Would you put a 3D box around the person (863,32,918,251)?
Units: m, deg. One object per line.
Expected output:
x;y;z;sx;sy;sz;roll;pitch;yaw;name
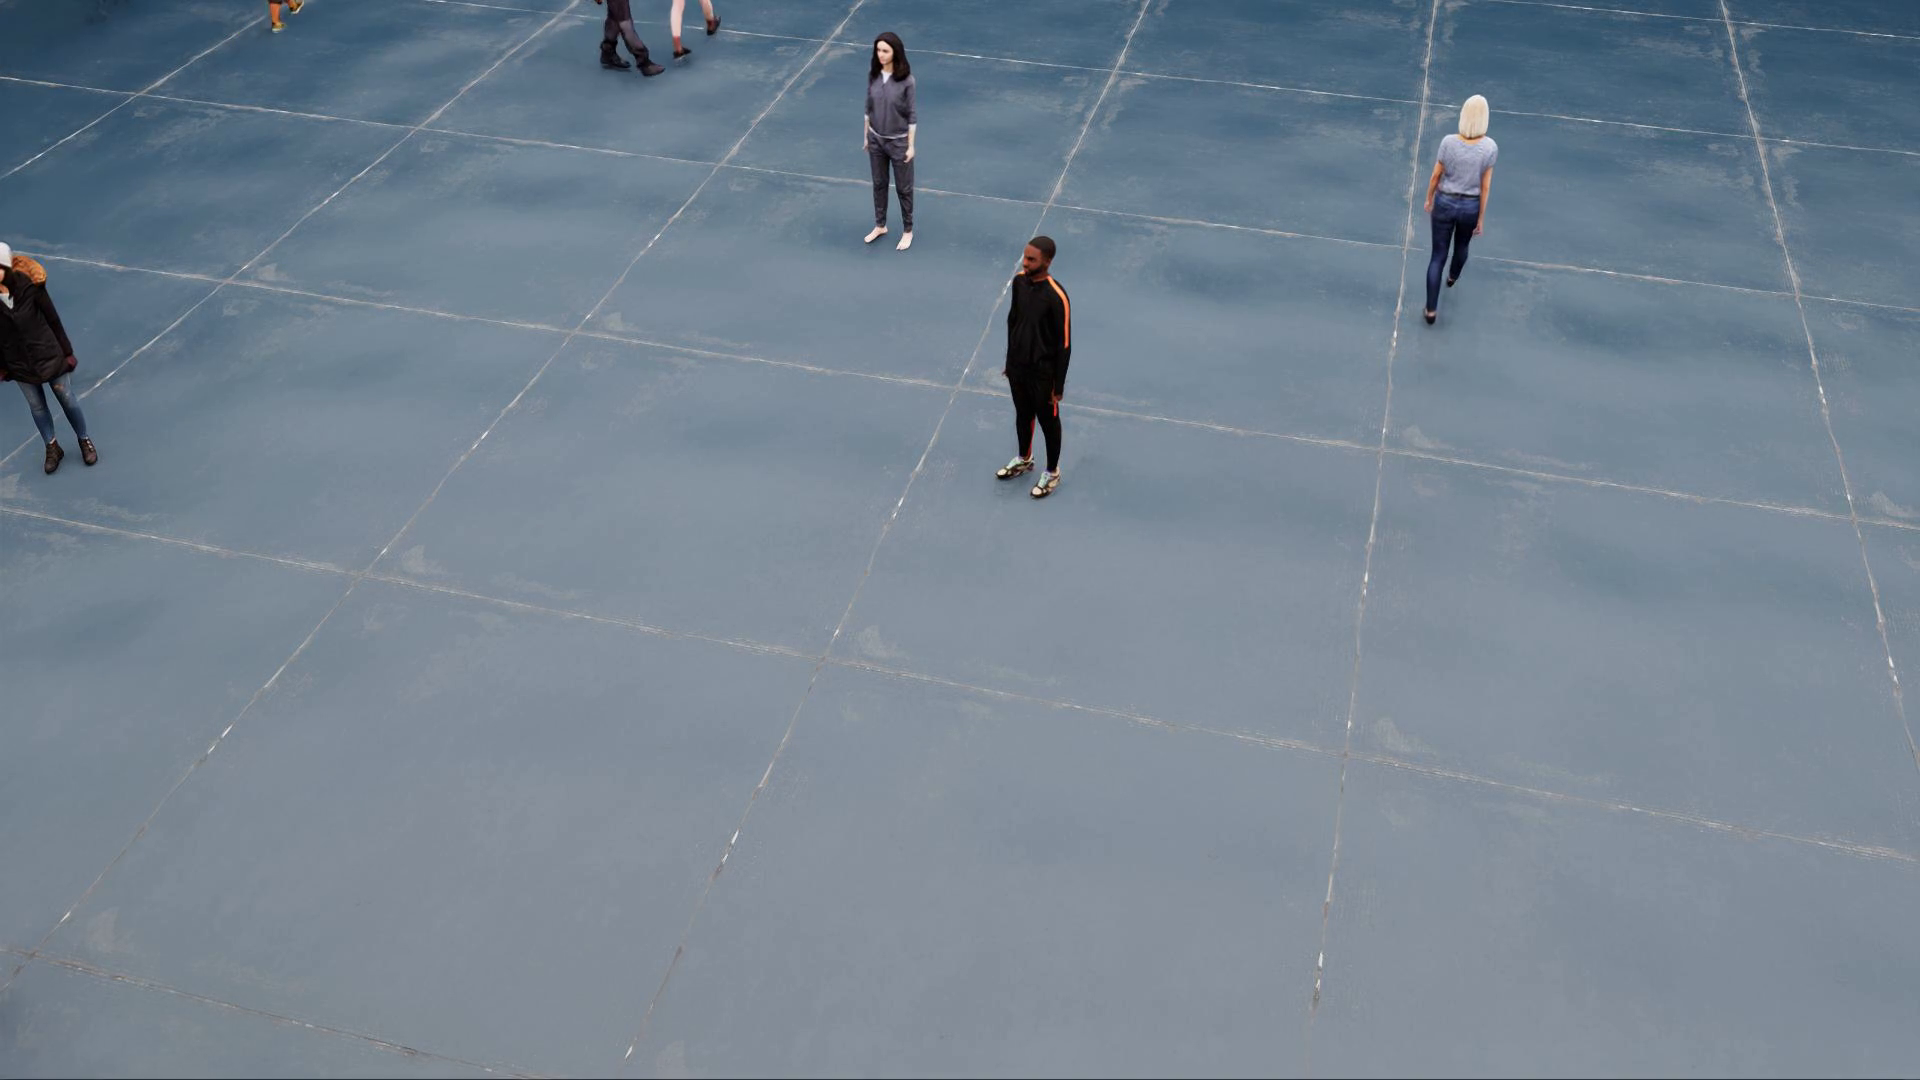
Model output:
-0.545;-3.172;13.178;0.631;1.765;0.570;17;41;20;person

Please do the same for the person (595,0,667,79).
-3.374;-5.372;15.969;1.002;1.792;1.186;21;43;24;person

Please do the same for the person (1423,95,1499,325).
3.644;-2.383;12.240;0.587;1.680;1.064;10;39;13;person

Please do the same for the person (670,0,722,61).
-2.738;-5.553;16.309;0.635;1.658;1.165;10;39;12;person

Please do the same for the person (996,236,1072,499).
0.491;-1.101;10.497;0.711;1.807;0.707;-31;48;-34;person

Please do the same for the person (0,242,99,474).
-5.992;-1.201;10.765;0.741;1.635;0.777;-13;40;-16;person
